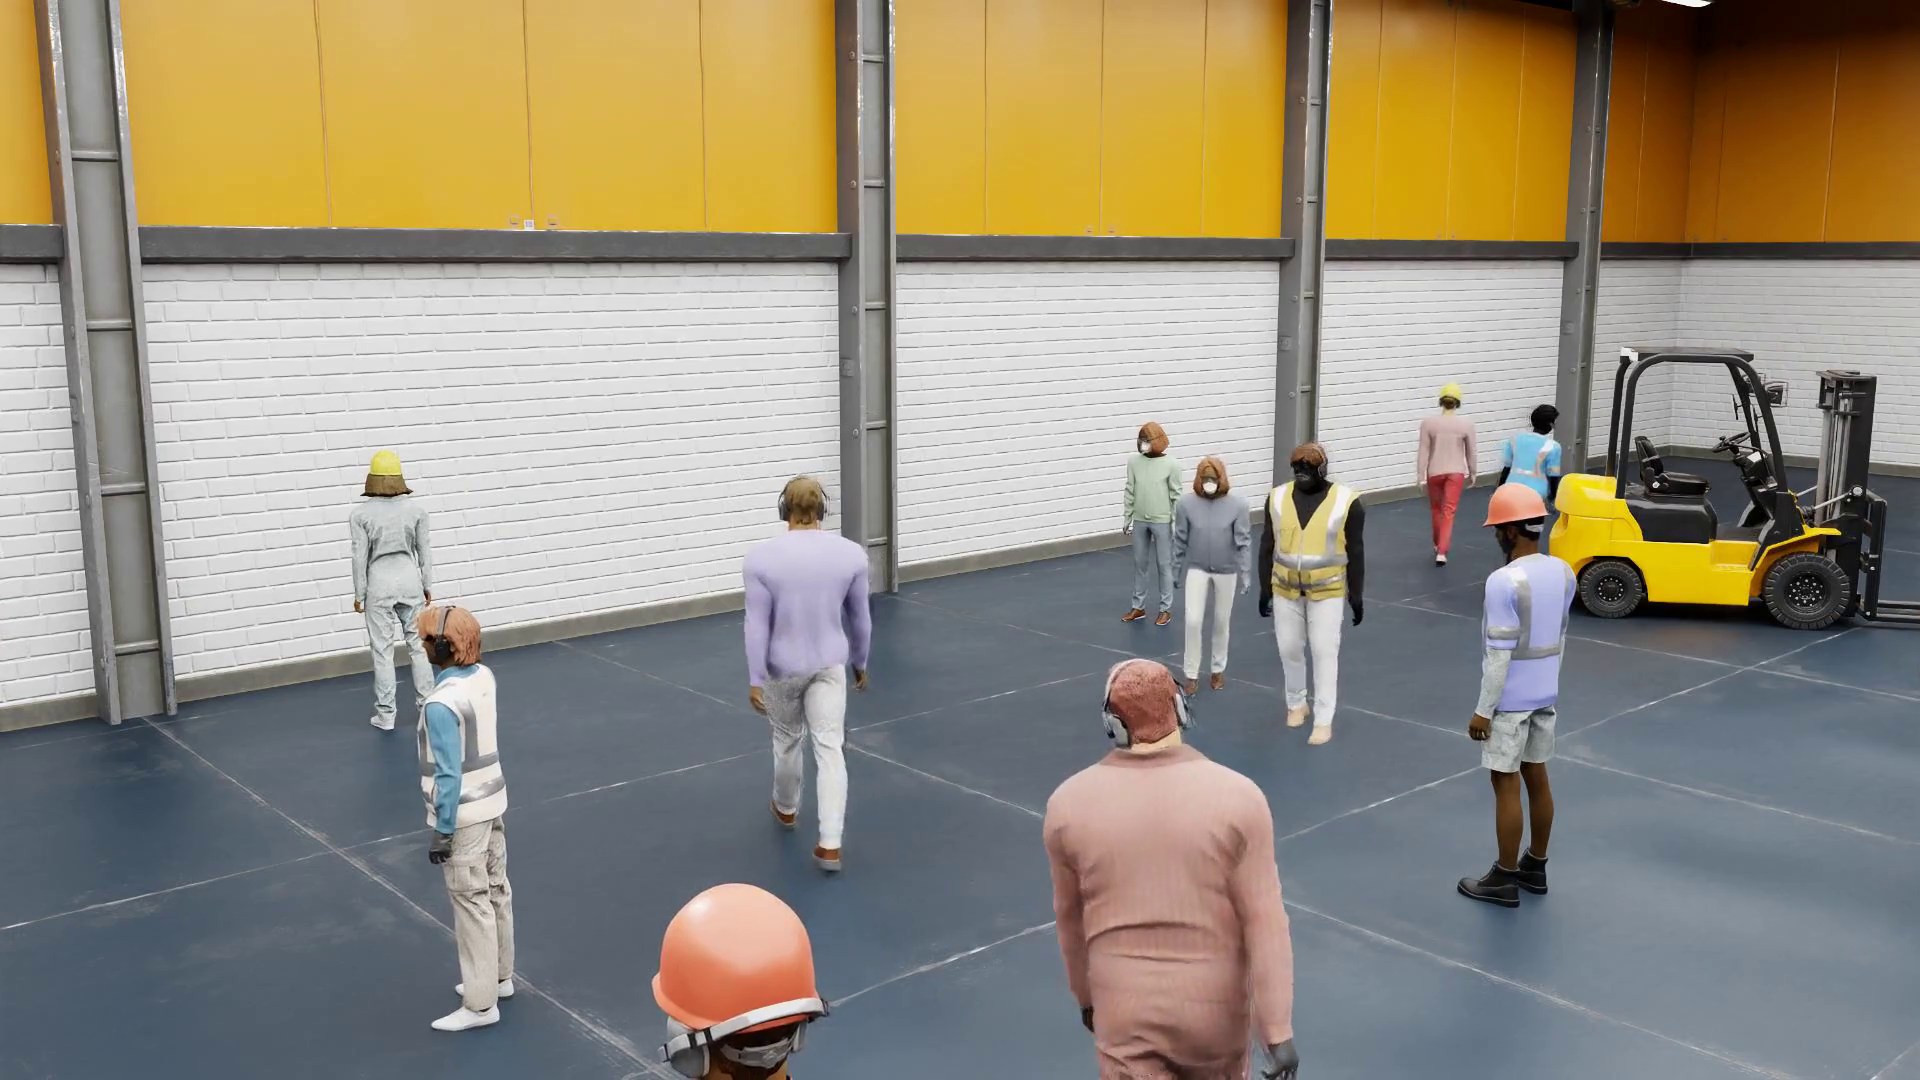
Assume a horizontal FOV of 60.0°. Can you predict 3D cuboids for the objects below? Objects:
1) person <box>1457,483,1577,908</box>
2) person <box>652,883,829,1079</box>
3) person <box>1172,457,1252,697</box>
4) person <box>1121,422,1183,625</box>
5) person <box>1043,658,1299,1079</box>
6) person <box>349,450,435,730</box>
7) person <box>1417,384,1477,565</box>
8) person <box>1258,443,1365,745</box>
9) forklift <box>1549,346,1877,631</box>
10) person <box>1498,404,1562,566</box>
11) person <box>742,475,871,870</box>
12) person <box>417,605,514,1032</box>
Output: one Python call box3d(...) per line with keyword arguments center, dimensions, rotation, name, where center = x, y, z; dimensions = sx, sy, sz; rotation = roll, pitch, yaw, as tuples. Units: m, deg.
box3d(center=(2.515, 0.701, 7.564), dimensions=(0.542, 1.929, 0.373), rotation=(-7, 12, -36), name="person")
box3d(center=(-0.329, 1.509, 2.638), dimensions=(0.625, 1.992, 0.386), rotation=(-9, 13, -42), name="person")
box3d(center=(1.683, 0.249, 11.145), dimensions=(0.524, 1.605, 0.659), rotation=(2, 10, 10), name="person")
box3d(center=(1.535, -0.134, 13.316), dimensions=(0.507, 1.631, 0.266), rotation=(7, 12, 34), name="person")
box3d(center=(0.592, 1.251, 4.601), dimensions=(0.716, 1.843, 0.961), rotation=(3, 10, 15), name="person")
box3d(center=(-3.552, 0.308, 10.407), dimensions=(0.492, 1.742, 0.324), rotation=(-6, 11, -32), name="person")
box3d(center=(4.702, -0.644, 16.058), dimensions=(0.536, 1.711, 0.929), rotation=(4, 10, 21), name="person")
box3d(center=(2.172, 0.316, 10.235), dimensions=(0.678, 1.832, 0.662), rotation=(5, 11, 29), name="person")
box3d(center=(6.109, -0.478, 13.691), dimensions=(2.313, 2.155, 1.214), rotation=(3, 10, 16), name="forklift")
box3d(center=(5.011, -0.375, 14.655), dimensions=(0.748, 1.645, 0.595), rotation=(-7, 12, -36), name="person")
box3d(center=(-0.747, 0.618, 8.196), dimensions=(0.653, 1.885, 1.040), rotation=(-3, 10, -16), name="person")
box3d(center=(-1.890, 1.052, 6.350), dimensions=(0.315, 1.640, 0.515), rotation=(1, 10, 3), name="person")
